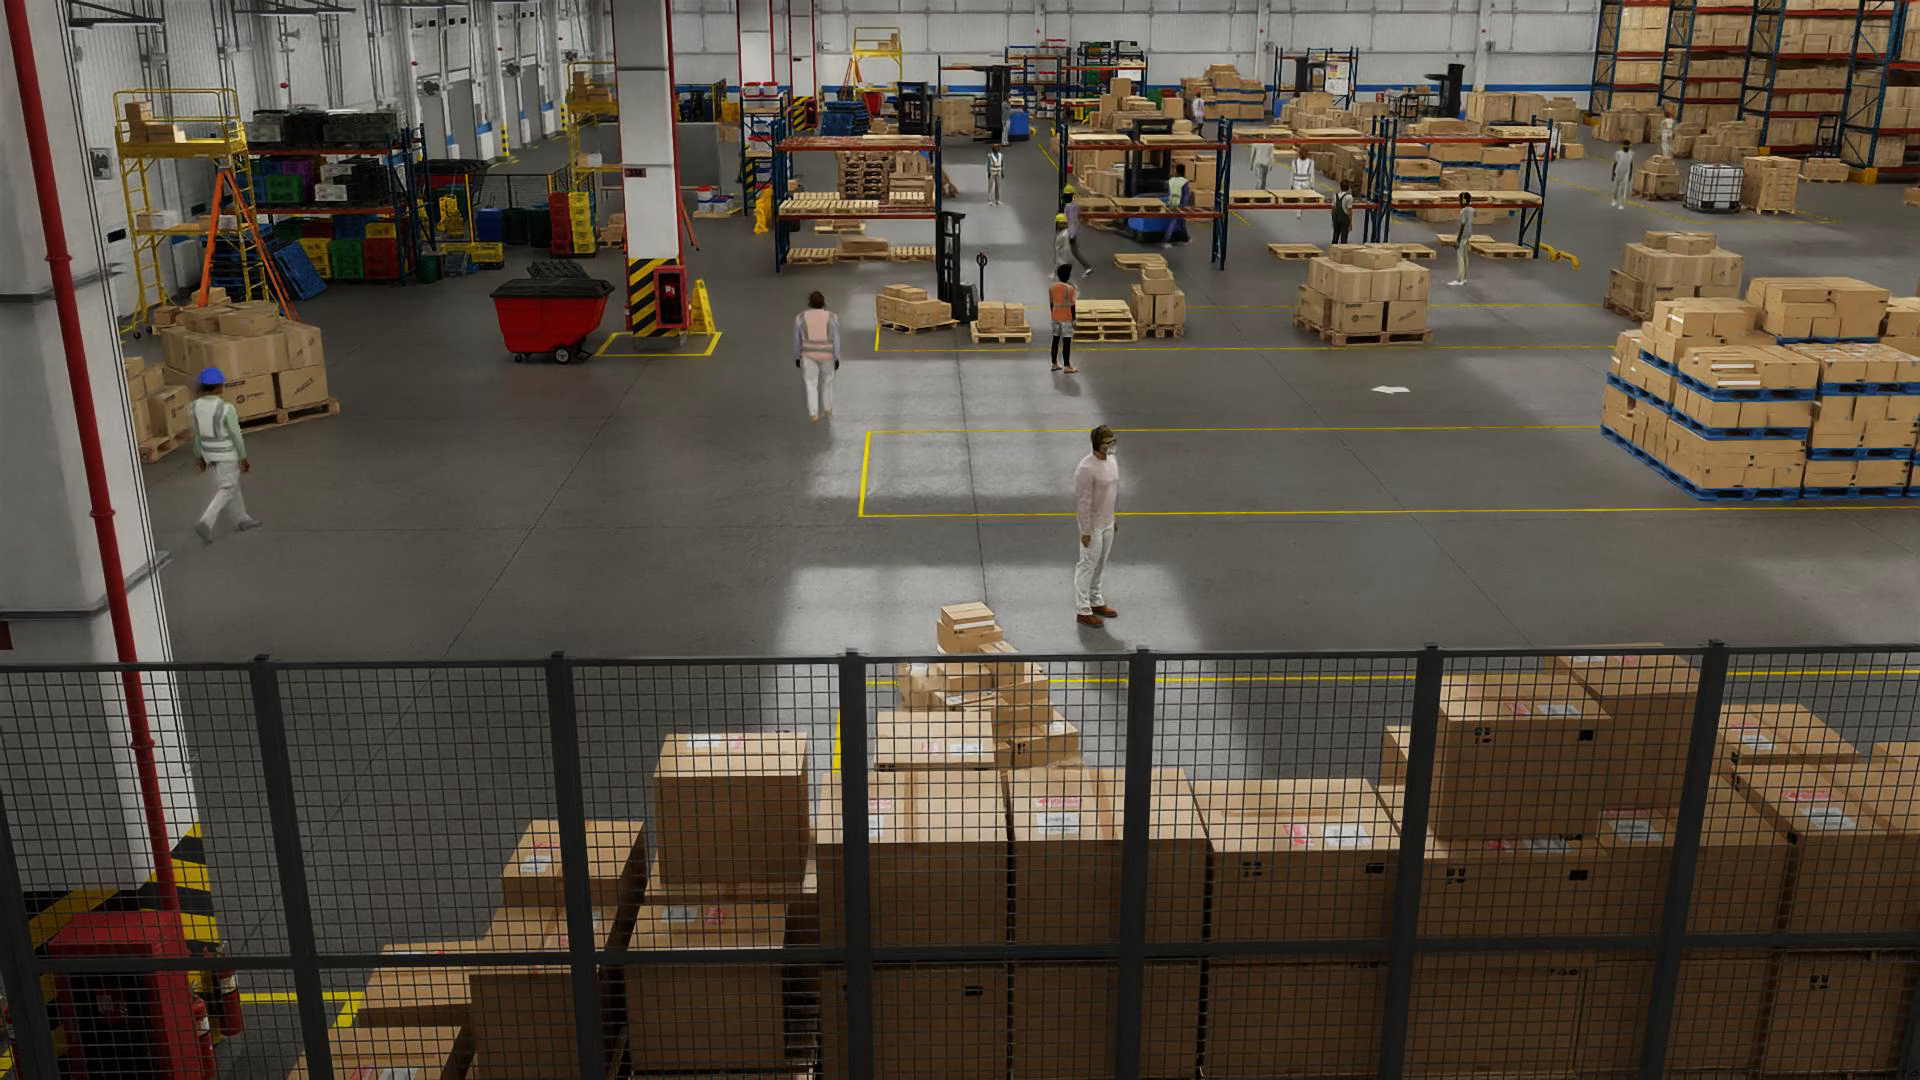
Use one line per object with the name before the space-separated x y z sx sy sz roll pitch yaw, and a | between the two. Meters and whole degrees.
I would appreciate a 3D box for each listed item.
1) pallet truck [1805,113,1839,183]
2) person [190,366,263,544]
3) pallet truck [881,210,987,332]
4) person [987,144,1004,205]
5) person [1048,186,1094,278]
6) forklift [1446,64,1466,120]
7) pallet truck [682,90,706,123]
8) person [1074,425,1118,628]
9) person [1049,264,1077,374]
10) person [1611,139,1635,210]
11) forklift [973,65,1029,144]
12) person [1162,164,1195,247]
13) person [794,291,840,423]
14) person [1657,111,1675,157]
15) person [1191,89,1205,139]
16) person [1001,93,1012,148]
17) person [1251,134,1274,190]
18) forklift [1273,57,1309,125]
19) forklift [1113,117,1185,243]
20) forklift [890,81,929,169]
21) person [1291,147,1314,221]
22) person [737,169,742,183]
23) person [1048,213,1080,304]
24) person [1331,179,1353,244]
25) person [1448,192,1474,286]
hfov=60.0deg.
pallet truck | 26.403 -11.957 50.702 0.823 1.965 1.885 6 19 16
person | -8.092 -0.927 18.114 0.614 1.924 0.883 10 21 28
pallet truck | -0.493 -4.759 29.349 1.885 1.965 0.823 -13 23 -34
person | 0.961 -9.991 45.419 0.512 1.642 0.312 -10 21 -28
person | 2.322 -6.326 34.184 0.886 1.887 0.606 4 19 10
forklift | 18.880 -16.764 63.603 1.873 2.768 1.129 0 19 -1
pallet truck | -9.671 -15.907 62.421 0.823 1.965 1.885 5 19 15
person | 1.307 -0.148 15.759 0.371 1.941 0.627 11 22 30
person | 1.609 -3.446 25.922 0.319 1.694 0.532 -18 25 -42
person | 17.801 -9.854 44.723 0.524 1.842 0.874 5 19 14
forklift | 1.583 -16.372 62.441 1.873 2.768 1.129 -10 21 -26
person | 5.041 -7.699 38.285 1.029 1.865 0.585 -11 21 -28
person | -1.976 -2.530 23.081 0.638 1.827 0.838 -1 19 -2
person | 24.063 -13.782 56.684 0.558 1.615 0.563 -5 19 -14
person | 9.176 -16.365 63.943 0.674 1.893 0.569 -9 21 -26
person | 1.688 -15.360 60.904 0.363 1.932 0.637 6 19 16
person | 8.472 -10.545 46.667 0.632 1.912 0.855 3 19 10
forklift | 14.059 -18.505 68.767 1.873 2.768 1.129 8 20 22
forklift | 4.485 -8.480 39.027 1.129 2.768 1.873 -5 19 -15
forklift | -1.501 -13.136 52.841 1.129 2.768 1.873 6 20 17
person | 8.756 -9.136 42.571 0.574 1.858 0.824 3 19 10
person | -6.390 -11.786 50.380 1.005 1.886 0.563 -12 22 -31
person | 1.961 -5.304 31.383 0.502 1.730 0.490 -4 19 -12
person | 8.197 -6.806 35.658 0.339 1.845 0.514 -16 25 -40
person | 10.070 -6.037 33.351 0.329 1.865 0.507 13 23 34
